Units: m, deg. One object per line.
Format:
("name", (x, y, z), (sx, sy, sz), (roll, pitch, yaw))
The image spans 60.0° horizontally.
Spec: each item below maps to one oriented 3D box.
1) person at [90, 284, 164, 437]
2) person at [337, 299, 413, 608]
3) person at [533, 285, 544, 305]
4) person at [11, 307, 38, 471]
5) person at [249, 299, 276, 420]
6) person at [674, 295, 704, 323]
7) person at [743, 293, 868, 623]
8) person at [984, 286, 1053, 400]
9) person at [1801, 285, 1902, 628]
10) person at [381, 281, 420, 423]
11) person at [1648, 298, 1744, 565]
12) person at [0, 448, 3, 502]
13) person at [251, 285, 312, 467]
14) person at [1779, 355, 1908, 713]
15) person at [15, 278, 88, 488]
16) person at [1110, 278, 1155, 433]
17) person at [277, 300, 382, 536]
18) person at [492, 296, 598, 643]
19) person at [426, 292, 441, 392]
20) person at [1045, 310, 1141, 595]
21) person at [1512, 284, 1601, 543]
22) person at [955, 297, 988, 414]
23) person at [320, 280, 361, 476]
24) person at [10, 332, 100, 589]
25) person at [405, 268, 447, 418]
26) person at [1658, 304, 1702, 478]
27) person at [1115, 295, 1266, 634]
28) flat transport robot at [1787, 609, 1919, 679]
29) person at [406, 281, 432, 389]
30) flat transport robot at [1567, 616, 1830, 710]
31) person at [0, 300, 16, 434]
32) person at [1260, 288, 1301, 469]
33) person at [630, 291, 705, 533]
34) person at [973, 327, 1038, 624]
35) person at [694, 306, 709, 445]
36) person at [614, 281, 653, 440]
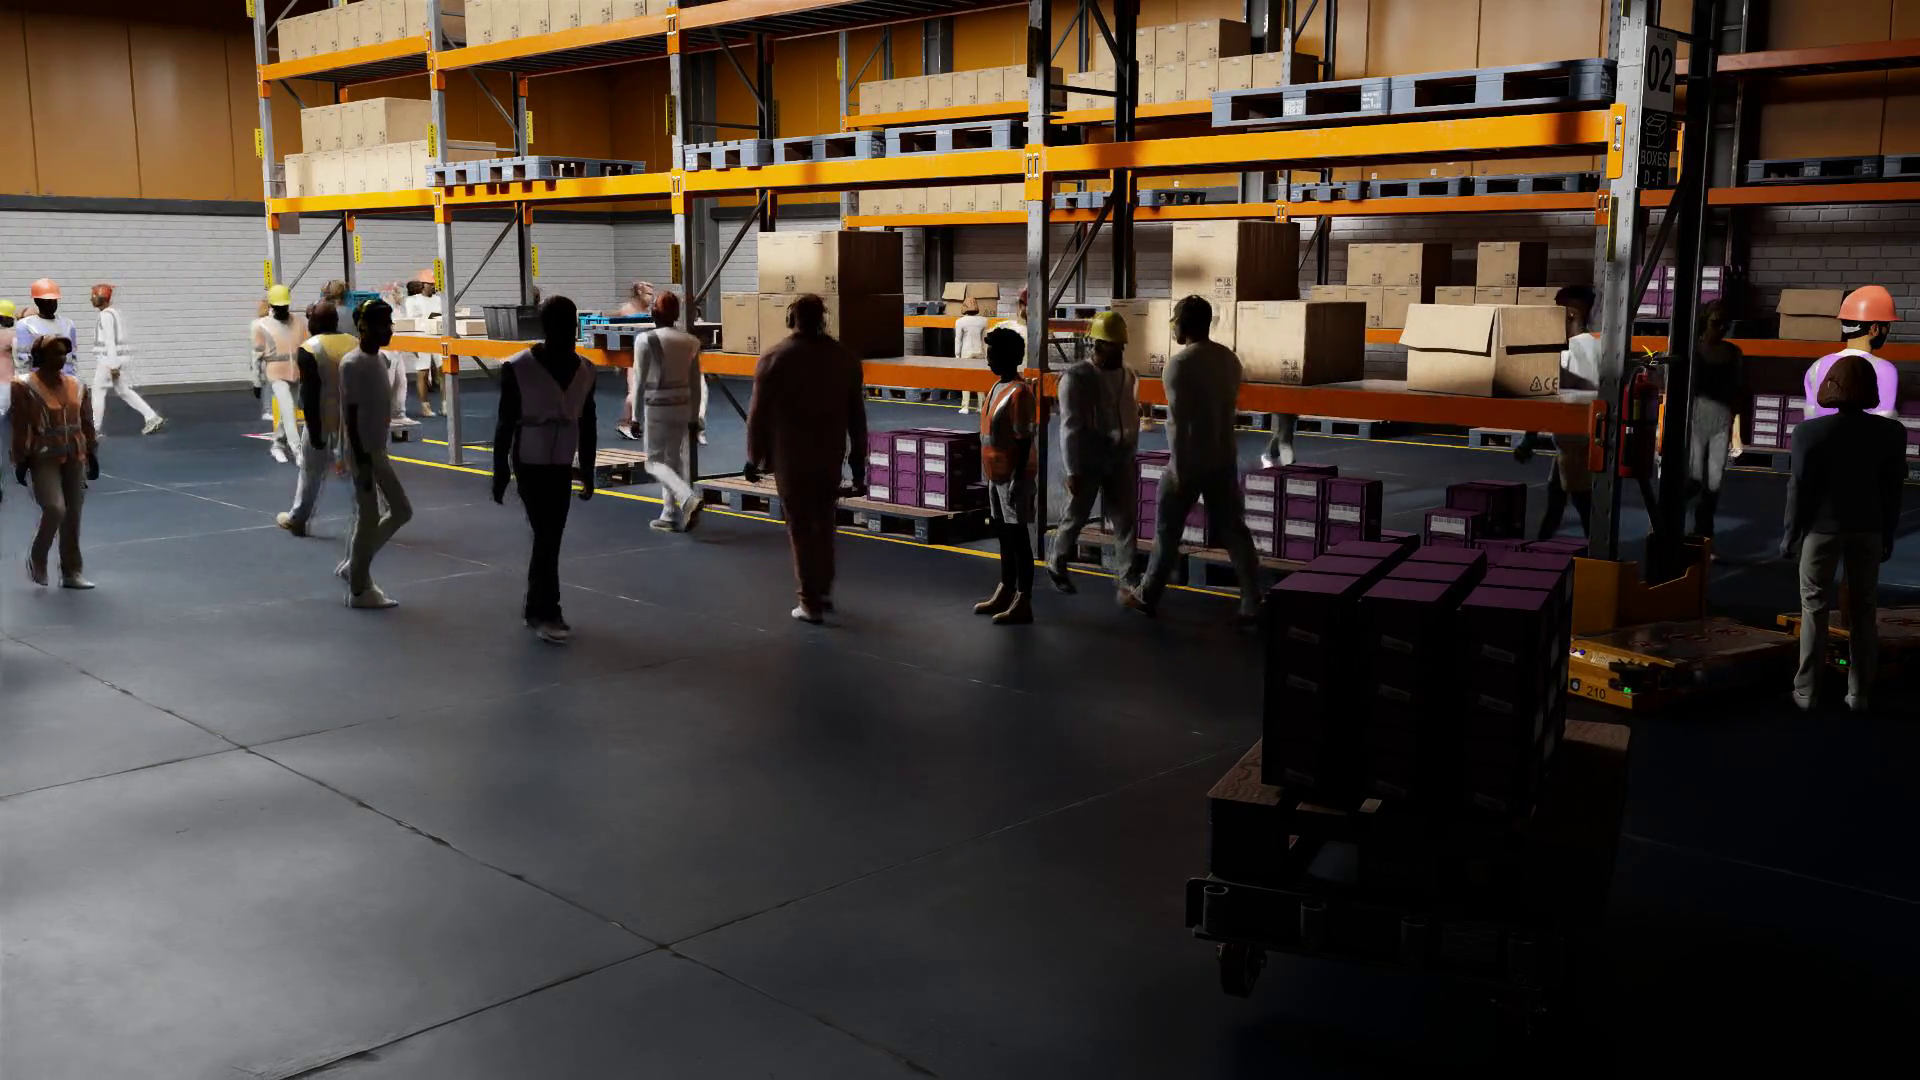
("person", (-10.198, -2.161, 20.076), (0.938, 1.852, 0.581), (-3, 10, -16))
("person", (-3.494, -0.504, 9.895), (0.412, 1.844, 0.589), (1, 9, 5))
("person", (-5.360, -2.356, 21.345), (0.521, 1.823, 0.667), (-5, 10, -27))
("person", (-9.286, -1.506, 16.707), (0.311, 1.645, 0.537), (2, 9, 11))
("person", (-9.102, -2.381, 22.096), (0.706, 1.604, 0.533), (5, 10, 26))
("person", (-3.584, -2.417, 22.129), (0.370, 1.680, 0.553), (6, 11, 33))
("person", (-0.921, -0.485, 9.675), (0.662, 1.876, 0.744), (-5, 11, -30))
("person", (0.514, -1.227, 14.199), (0.558, 1.893, 0.543), (-4, 10, -25))
("person", (4.514, -0.308, 8.413), (0.356, 1.939, 0.543), (-3, 10, -17))
("person", (-7.471, -2.396, 21.464), (0.784, 1.874, 0.656), (-2, 9, -10))
("person", (5.112, -0.754, 11.512), (0.508, 1.827, 0.548), (-2, 9, -11))
("person", (-5.531, -0.310, 9.092), (0.541, 1.716, 0.927), (-7, 12, -37))
("person", (-6.960, -1.686, 17.123), (1.007, 1.869, 0.597), (9, 13, 43))
("person", (4.007, -0.021, 7.577), (0.501, 1.636, 0.280), (1, 9, 6))
("person", (-8.230, -1.399, 15.104), (0.364, 1.935, 0.553), (5, 11, 30))
("person", (2.087, -2.292, 20.394), (0.701, 1.995, 0.638), (-1, 9, -4))
("person", (-4.718, -0.887, 12.430), (0.997, 1.787, 0.627), (5, 11, 30))
("person", (-2.212, -0.385, 9.097), (0.786, 1.874, 0.606), (7, 12, 38))
("person", (-8.669, -3.383, 27.314), (0.376, 1.931, 0.541), (2, 10, 15))
("person", (0.829, -0.496, 10.040), (0.602, 1.790, 0.945), (-5, 10, -27))
("person", (3.835, -0.666, 10.666), (0.611, 1.918, 0.943), (-9, 13, -44))
("person", (0.162, -2.577, 23.283), (0.497, 1.629, 0.276), (-4, 10, -22))
("person", (-5.908, -1.530, 15.982), (0.536, 1.909, 0.651), (5, 10, 27))
("person", (-5.649, -0.484, 10.426), (0.366, 1.624, 0.542), (4, 10, 25))
("person", (-7.118, -2.642, 22.467), (0.713, 2.018, 0.629), (9, 13, 44))
("person", (6.973, -1.452, 16.022), (0.484, 1.745, 0.307), (-8, 12, -40))
("person", (1.334, -0.423, 9.330), (0.643, 1.885, 1.061), (-7, 12, -37))
("flat transport robot", (4.897, 0.506, 8.520), (1.431, 0.197, 0.652), (-2, 10, -15))
("person", (-9.119, -3.467, 28.150), (0.432, 1.827, 0.633), (-2, 10, -15))
("flat transport robot", (3.490, 0.577, 8.084), (1.431, 0.197, 0.652), (-5, 11, -29))
("person", (-9.942, -1.627, 17.227), (0.515, 1.704, 0.969), (3, 10, 19))
("person", (3.050, -1.471, 15.682), (0.594, 1.894, 0.892), (-3, 10, -19))
("person", (-2.172, -0.947, 12.570), (0.698, 1.863, 0.588), (8, 12, 42))
("person", (0.274, -0.369, 9.539), (0.319, 1.693, 0.533), (-3, 10, -17))
("person", (-3.071, -1.871, 18.969), (0.529, 1.618, 0.558), (-5, 10, -26))
("person", (-3.810, -2.119, 19.702), (0.460, 1.882, 0.660), (2, 10, 14))
